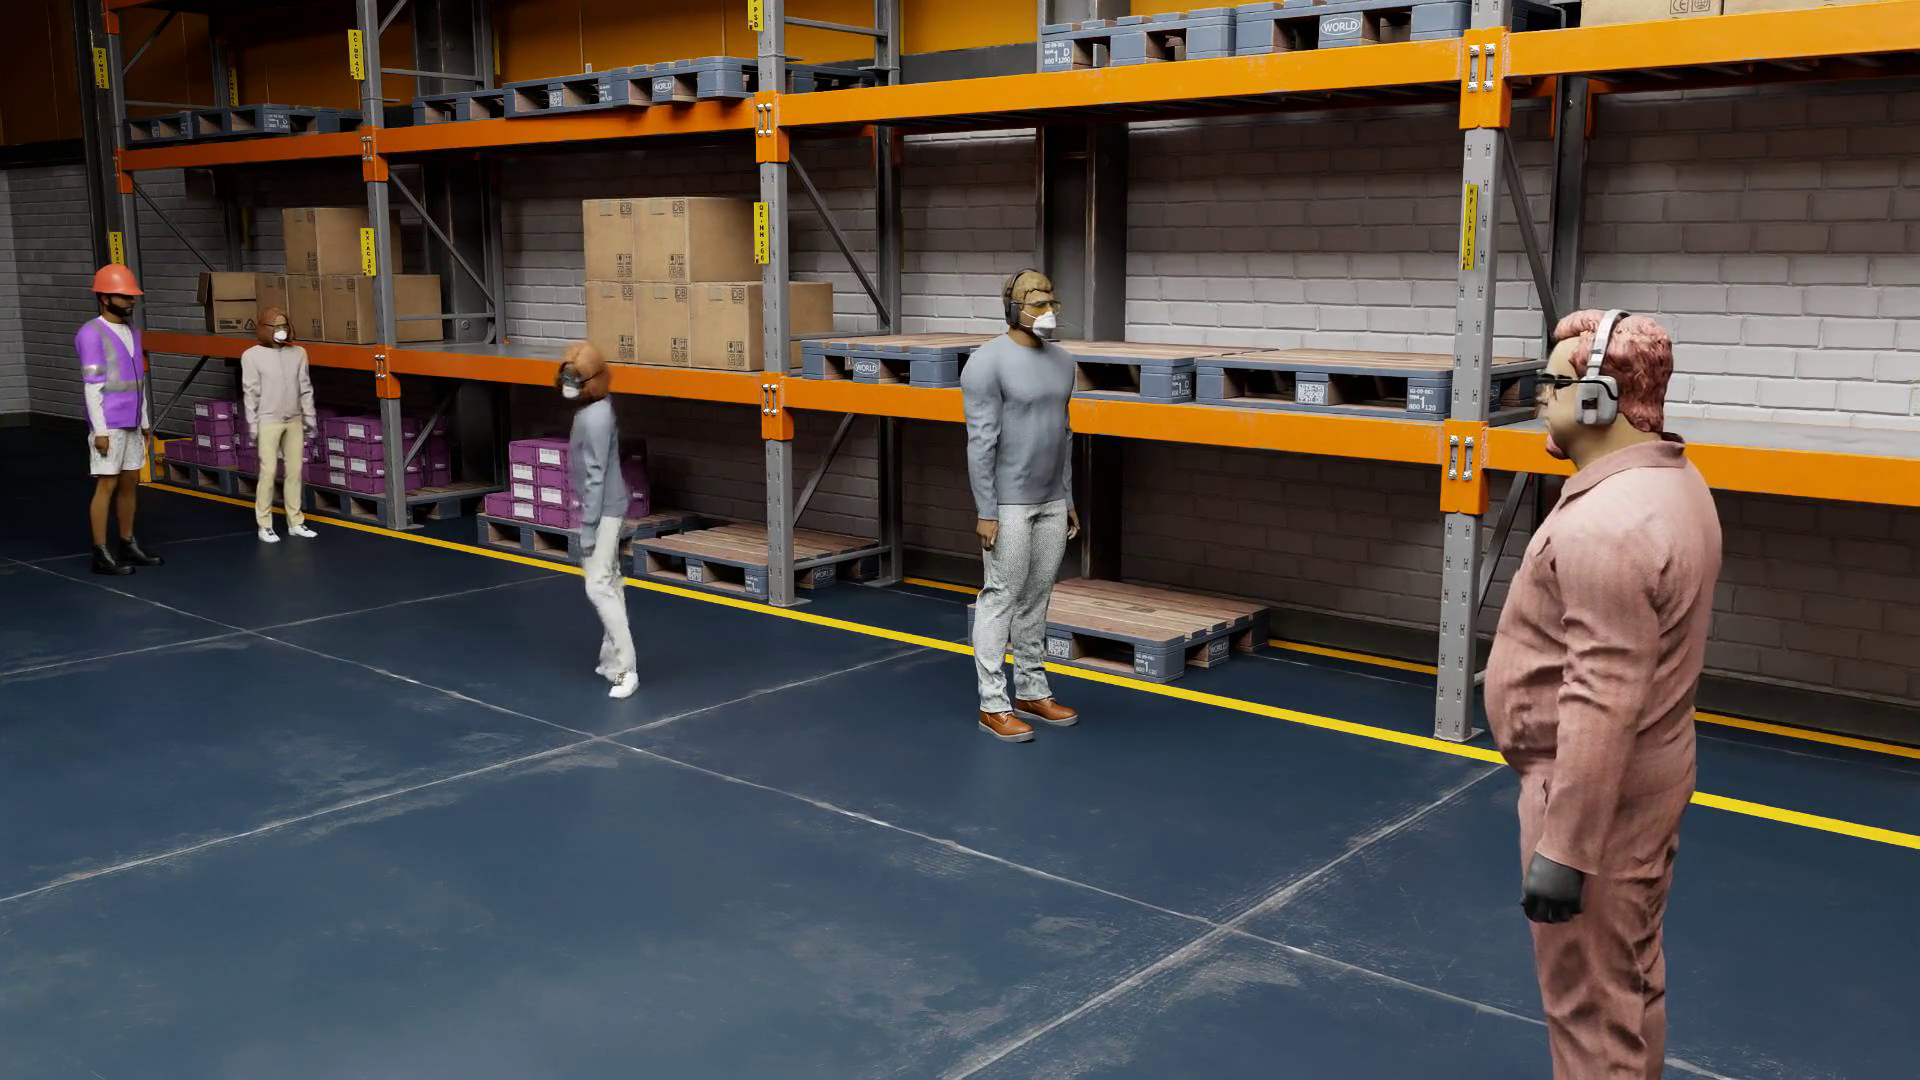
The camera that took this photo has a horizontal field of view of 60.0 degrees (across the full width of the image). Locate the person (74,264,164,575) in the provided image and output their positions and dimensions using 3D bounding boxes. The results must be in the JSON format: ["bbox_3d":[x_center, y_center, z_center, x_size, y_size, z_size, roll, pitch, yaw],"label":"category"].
[{"bbox_3d":[-5.219,-0.745,10.367,0.414,1.928,0.548,1,10,7],"label":"person"}]

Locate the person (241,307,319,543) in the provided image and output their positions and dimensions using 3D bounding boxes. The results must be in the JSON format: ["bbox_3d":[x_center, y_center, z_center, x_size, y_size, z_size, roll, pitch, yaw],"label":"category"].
[{"bbox_3d":[-4.710,-0.799,11.522,0.278,1.625,0.504,6,12,33],"label":"person"}]

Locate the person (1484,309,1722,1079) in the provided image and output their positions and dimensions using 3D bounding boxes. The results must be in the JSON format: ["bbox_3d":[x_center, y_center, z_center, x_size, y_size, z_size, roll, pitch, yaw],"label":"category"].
[{"bbox_3d":[1.229,0.507,3.278,0.400,1.907,0.644,6,12,32],"label":"person"}]

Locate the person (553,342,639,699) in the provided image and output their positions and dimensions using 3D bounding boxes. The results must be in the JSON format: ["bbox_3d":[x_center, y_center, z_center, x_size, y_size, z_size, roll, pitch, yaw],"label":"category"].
[{"bbox_3d":[-1.673,-0.105,7.615,0.312,1.614,0.607,-2,10,-10],"label":"person"}]

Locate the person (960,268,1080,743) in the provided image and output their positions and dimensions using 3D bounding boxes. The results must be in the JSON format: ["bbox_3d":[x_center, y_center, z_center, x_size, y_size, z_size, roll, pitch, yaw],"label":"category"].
[{"bbox_3d":[0.273,-0.149,6.918,0.372,1.940,0.631,8,13,40],"label":"person"}]
